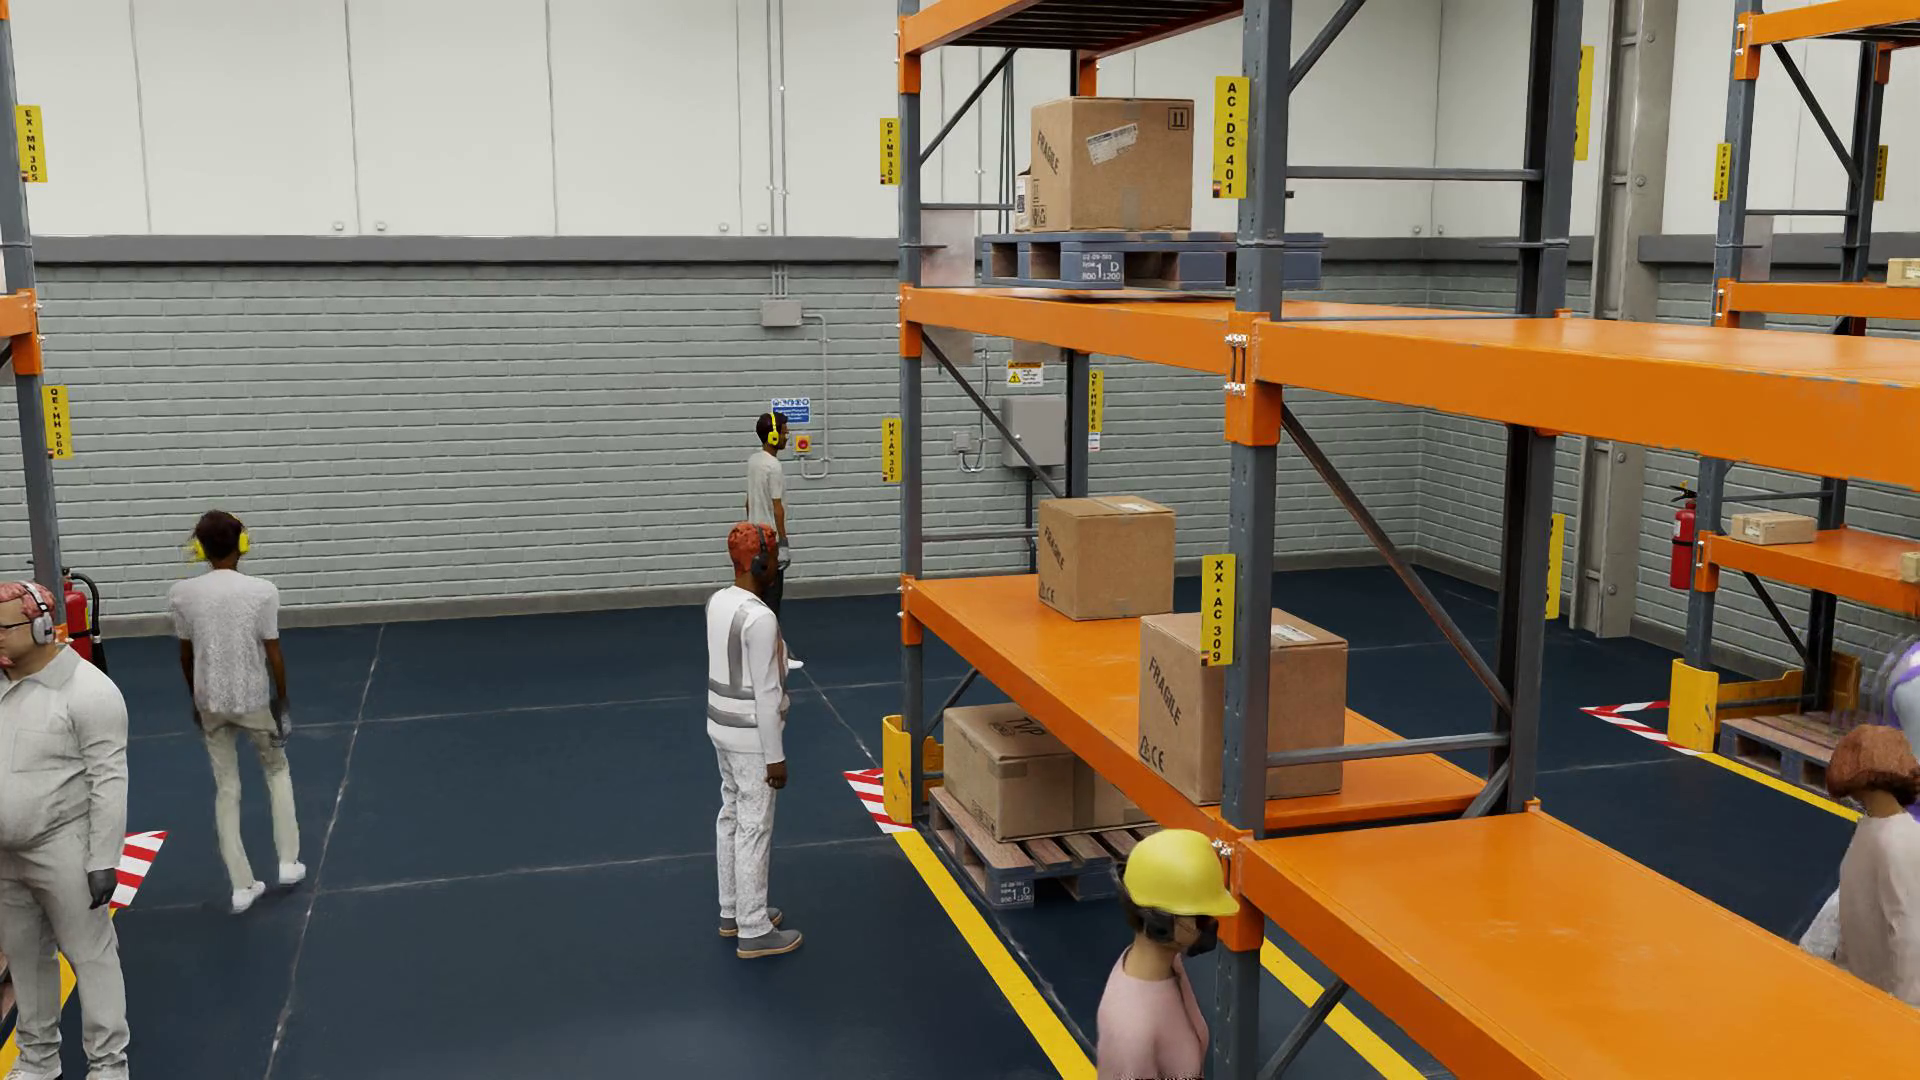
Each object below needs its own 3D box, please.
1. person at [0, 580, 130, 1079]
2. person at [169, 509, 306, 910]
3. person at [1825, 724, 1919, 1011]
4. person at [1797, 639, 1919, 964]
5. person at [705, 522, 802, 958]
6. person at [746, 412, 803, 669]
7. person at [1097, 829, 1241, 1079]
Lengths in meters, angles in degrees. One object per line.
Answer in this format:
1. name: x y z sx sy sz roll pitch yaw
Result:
1. person: -3.211 1.079 5.804 0.643 1.909 0.409 3 10 14
2. person: -3.360 0.772 7.742 0.510 1.842 0.590 -2 10 -10
3. person: 2.748 1.375 5.005 0.331 1.597 0.635 3 11 19
4. person: 3.753 1.027 6.453 0.630 1.799 0.972 -9 14 -42
5. person: -0.904 0.853 7.179 0.359 1.880 0.575 -5 11 -28
6. person: -1.373 0.004 12.039 0.311 1.869 0.530 -6 12 -30
7. person: 0.449 1.505 3.813 0.344 1.760 0.533 3 10 15
